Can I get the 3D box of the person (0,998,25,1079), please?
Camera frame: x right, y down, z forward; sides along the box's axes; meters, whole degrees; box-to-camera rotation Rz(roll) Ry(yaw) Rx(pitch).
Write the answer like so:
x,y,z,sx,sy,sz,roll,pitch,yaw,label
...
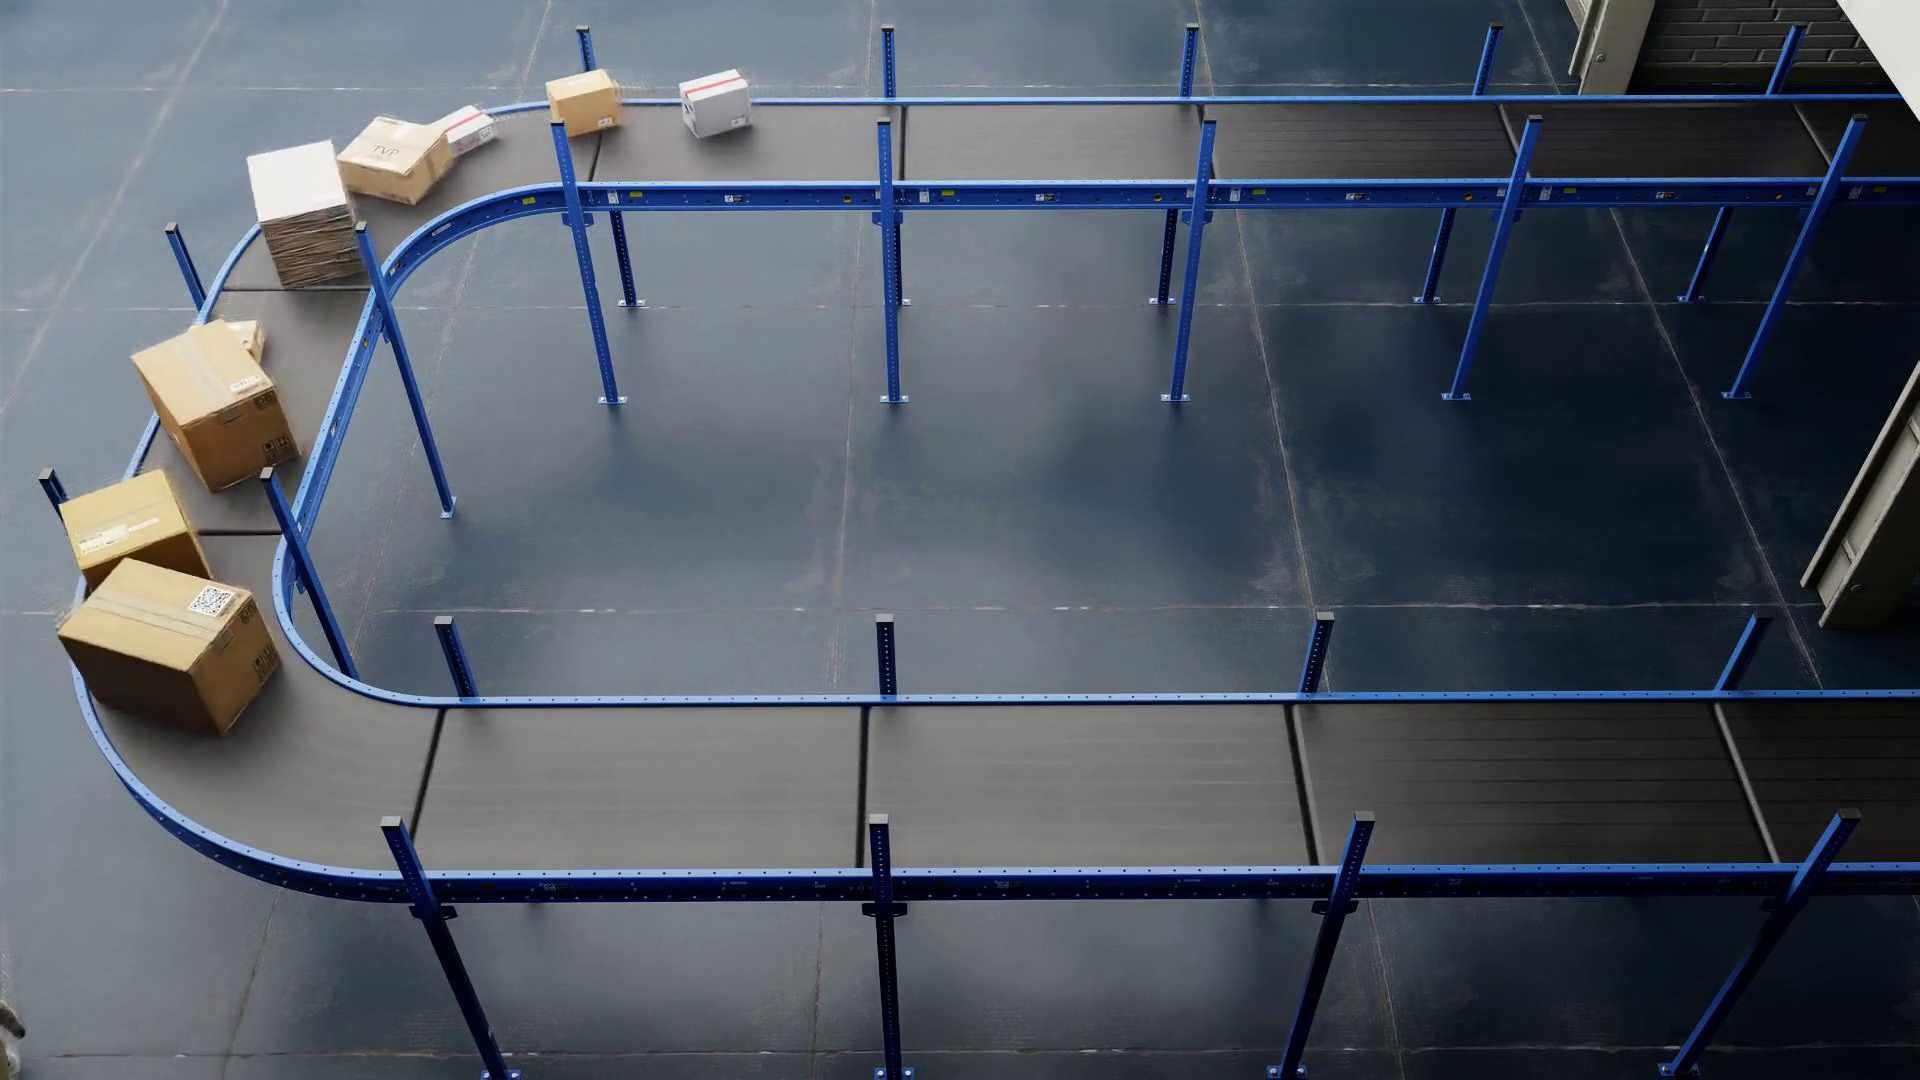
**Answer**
x,y,z,sx,sy,sz,roll,pitch,yaw,label
-4.664,2.327,8.005,0.525,1.598,0.708,-25,52,-22,person
